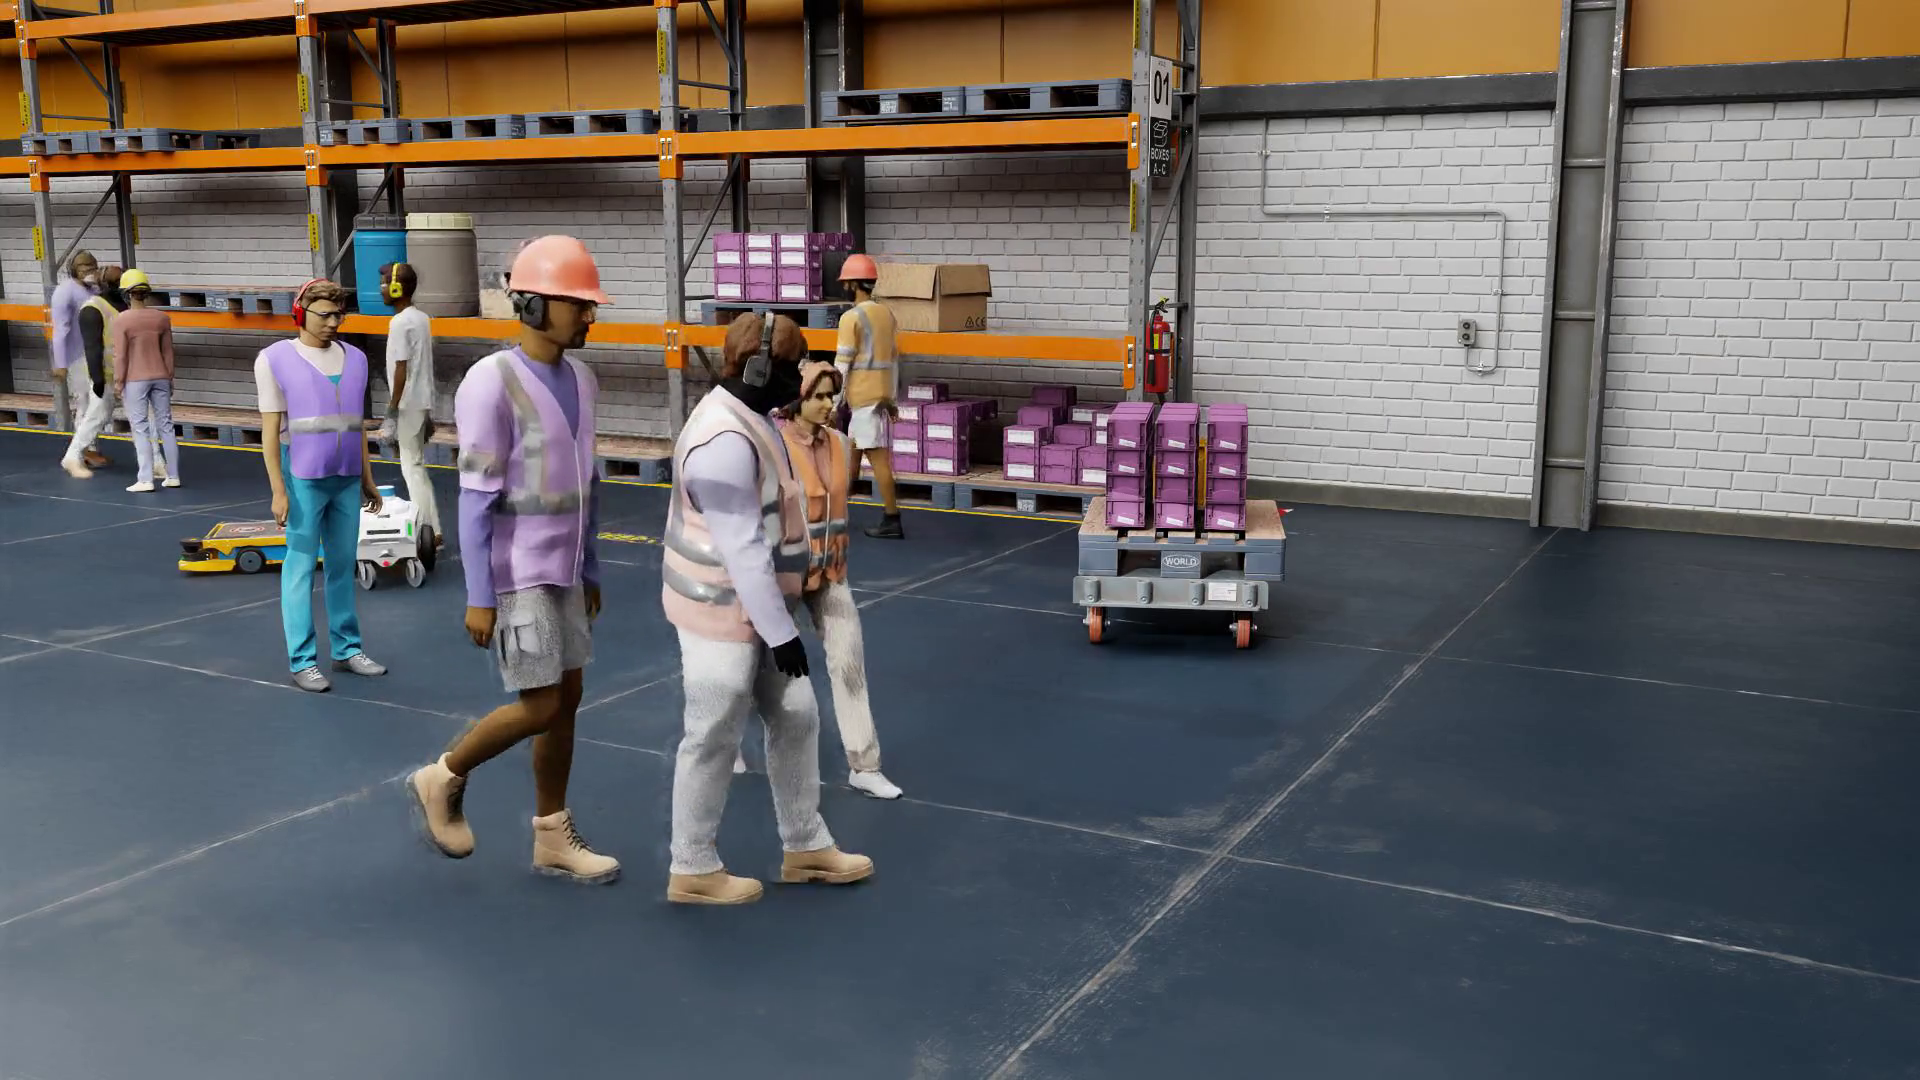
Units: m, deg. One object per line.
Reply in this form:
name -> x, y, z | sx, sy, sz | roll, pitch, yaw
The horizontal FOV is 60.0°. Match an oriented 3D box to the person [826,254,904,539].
person -> -0.749, -0.963, 11.232 | 0.930, 1.896, 0.570 | 5, 12, 27

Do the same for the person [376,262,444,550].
person -> -3.514, -0.802, 10.490 | 0.379, 1.858, 0.576 | 0, 10, -1

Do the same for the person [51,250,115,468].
person -> -7.565, -1.545, 14.411 | 0.496, 1.903, 0.727 | 0, 10, 1

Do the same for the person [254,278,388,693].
person -> -2.890, -0.254, 7.520 | 0.388, 1.838, 0.564 | 6, 12, 29

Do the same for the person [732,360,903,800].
person -> -0.619, 0.127, 6.106 | 0.863, 1.592, 0.515 | 9, 14, 40

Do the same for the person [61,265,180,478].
person -> -7.108, -1.389, 13.883 | 0.946, 1.804, 0.628 | 2, 11, 10

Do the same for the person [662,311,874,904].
person -> -0.570, 0.232, 4.970 | 0.734, 1.810, 0.640 | 1, 10, 4

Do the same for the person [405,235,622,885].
person -> -1.354, 0.086, 5.136 | 0.646, 2.027, 0.626 | 3, 11, 17

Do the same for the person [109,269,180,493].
person -> -6.504, -1.261, 13.238 | 0.324, 1.767, 0.533 | 6, 12, 28

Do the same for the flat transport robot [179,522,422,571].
flat transport robot -> -4.048, 0.009, 10.377 | 1.431, 0.197, 0.652 | -3, 11, -16

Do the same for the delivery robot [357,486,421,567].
delivery robot -> -3.377, -0.077, 9.813 | 0.477, 0.478, 0.707 | -3, 11, -15
